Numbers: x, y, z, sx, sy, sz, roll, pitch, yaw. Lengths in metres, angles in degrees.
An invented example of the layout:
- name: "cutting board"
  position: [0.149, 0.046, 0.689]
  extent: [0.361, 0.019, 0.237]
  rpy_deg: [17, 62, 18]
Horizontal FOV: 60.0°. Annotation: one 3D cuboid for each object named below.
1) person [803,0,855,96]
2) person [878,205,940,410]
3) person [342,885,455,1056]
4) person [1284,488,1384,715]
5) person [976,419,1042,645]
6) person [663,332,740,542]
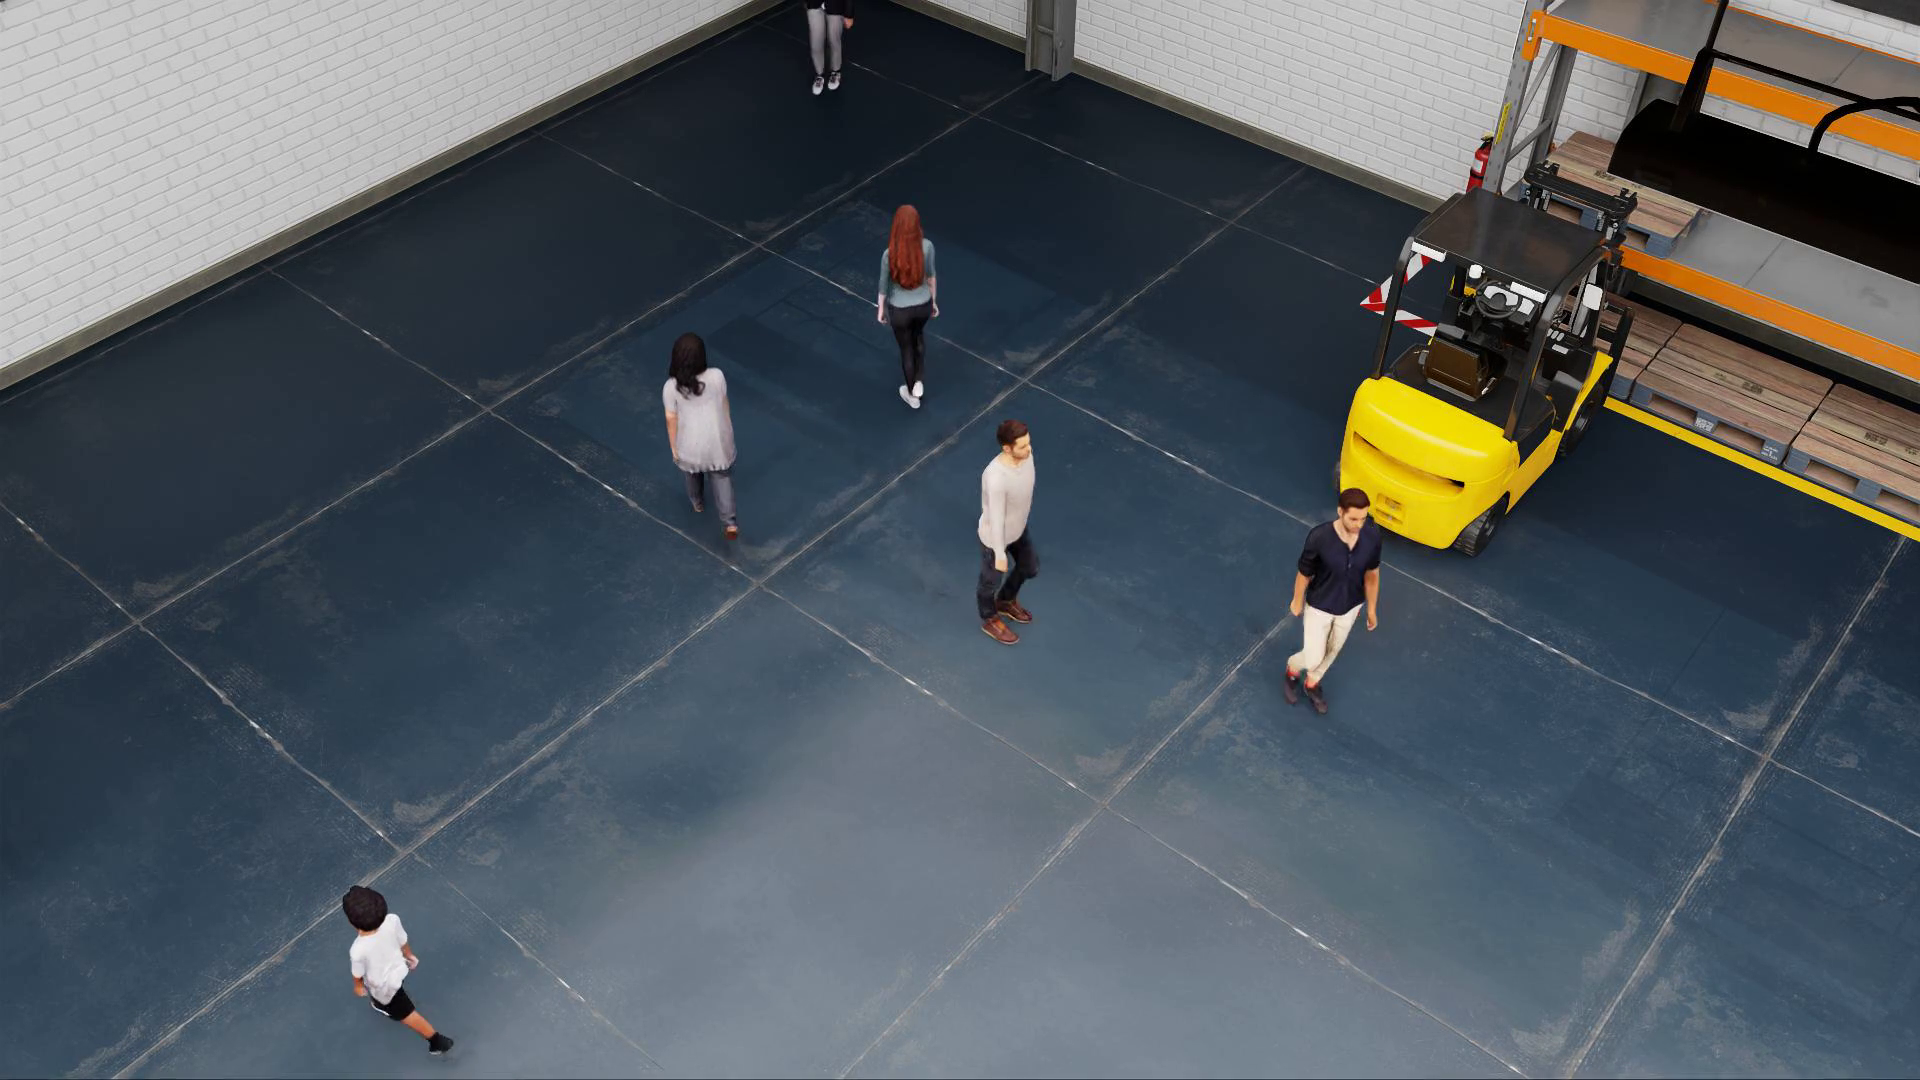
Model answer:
- name: "person"
  position: [-1.292, -5.249, 16.096]
  extent: [0.866, 1.920, 0.947]
  rpy_deg: [13, 45, 13]
- name: "person"
  position: [-0.342, -1.684, 12.490]
  extent: [0.730, 1.731, 0.760]
  rpy_deg: [-15, 46, -15]
- name: "person"
  position: [-2.960, 2.273, 8.689]
  extent: [0.904, 1.247, 0.634]
  rpy_deg: [17, 46, 17]
- name: "person"
  position: [2.278, 0.327, 10.300]
  extent: [0.781, 1.843, 0.827]
  rpy_deg: [-8, 44, -8]
- name: "person"
  position: [0.207, -0.079, 10.715]
  extent: [0.594, 1.856, 0.689]
  rpy_deg: [25, 49, 24]
- name: "person"
  position: [-1.772, -0.676, 11.543]
  extent: [0.935, 1.580, 1.104]
  rpy_deg: [-13, 45, -14]
